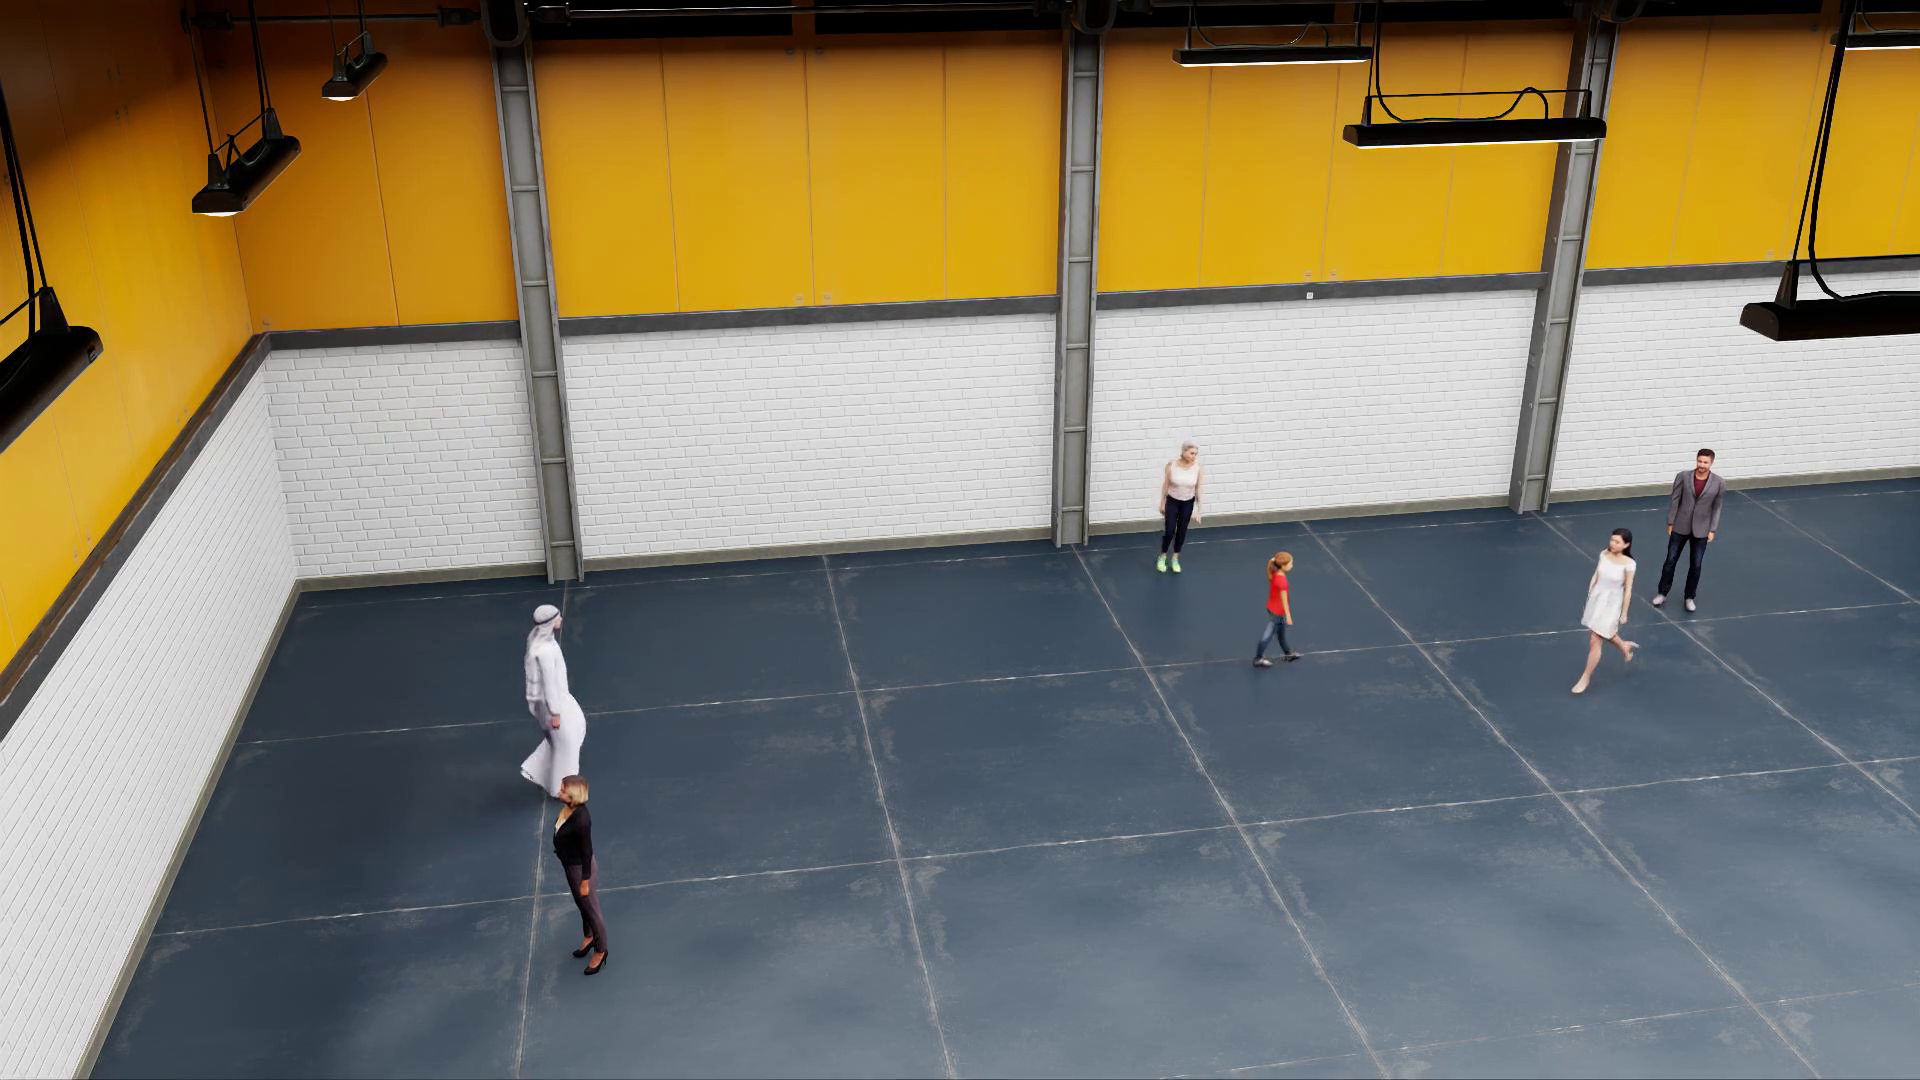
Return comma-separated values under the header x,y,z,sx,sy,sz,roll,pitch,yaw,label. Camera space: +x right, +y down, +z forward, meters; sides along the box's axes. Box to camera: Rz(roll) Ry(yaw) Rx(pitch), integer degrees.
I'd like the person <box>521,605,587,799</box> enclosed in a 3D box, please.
x,y,z,sx,sy,sz,roll,pitch,yaw,label
-3.673,1.444,14.613,0.887,1.913,0.762,-8,25,-17,person

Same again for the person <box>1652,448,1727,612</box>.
x,y,z,sx,sy,sz,roll,pitch,yaw,label
8.034,-0.137,18.279,0.748,1.874,0.842,11,26,23,person

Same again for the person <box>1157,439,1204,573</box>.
x,y,z,sx,sy,sz,roll,pitch,yaw,label
2.506,-0.404,19.146,0.642,1.670,0.735,5,24,11,person

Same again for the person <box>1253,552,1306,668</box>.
x,y,z,sx,sy,sz,roll,pitch,yaw,label
3.170,0.727,17.032,0.801,1.289,0.576,-1,24,-3,person

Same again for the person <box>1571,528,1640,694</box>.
x,y,z,sx,sy,sz,roll,pitch,yaw,label
6.489,0.682,16.561,1.141,1.750,0.833,-12,27,-26,person

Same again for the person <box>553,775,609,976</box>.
x,y,z,sx,sy,sz,roll,pitch,yaw,label
-2.838,2.495,12.511,0.621,1.672,0.654,-12,26,-25,person
